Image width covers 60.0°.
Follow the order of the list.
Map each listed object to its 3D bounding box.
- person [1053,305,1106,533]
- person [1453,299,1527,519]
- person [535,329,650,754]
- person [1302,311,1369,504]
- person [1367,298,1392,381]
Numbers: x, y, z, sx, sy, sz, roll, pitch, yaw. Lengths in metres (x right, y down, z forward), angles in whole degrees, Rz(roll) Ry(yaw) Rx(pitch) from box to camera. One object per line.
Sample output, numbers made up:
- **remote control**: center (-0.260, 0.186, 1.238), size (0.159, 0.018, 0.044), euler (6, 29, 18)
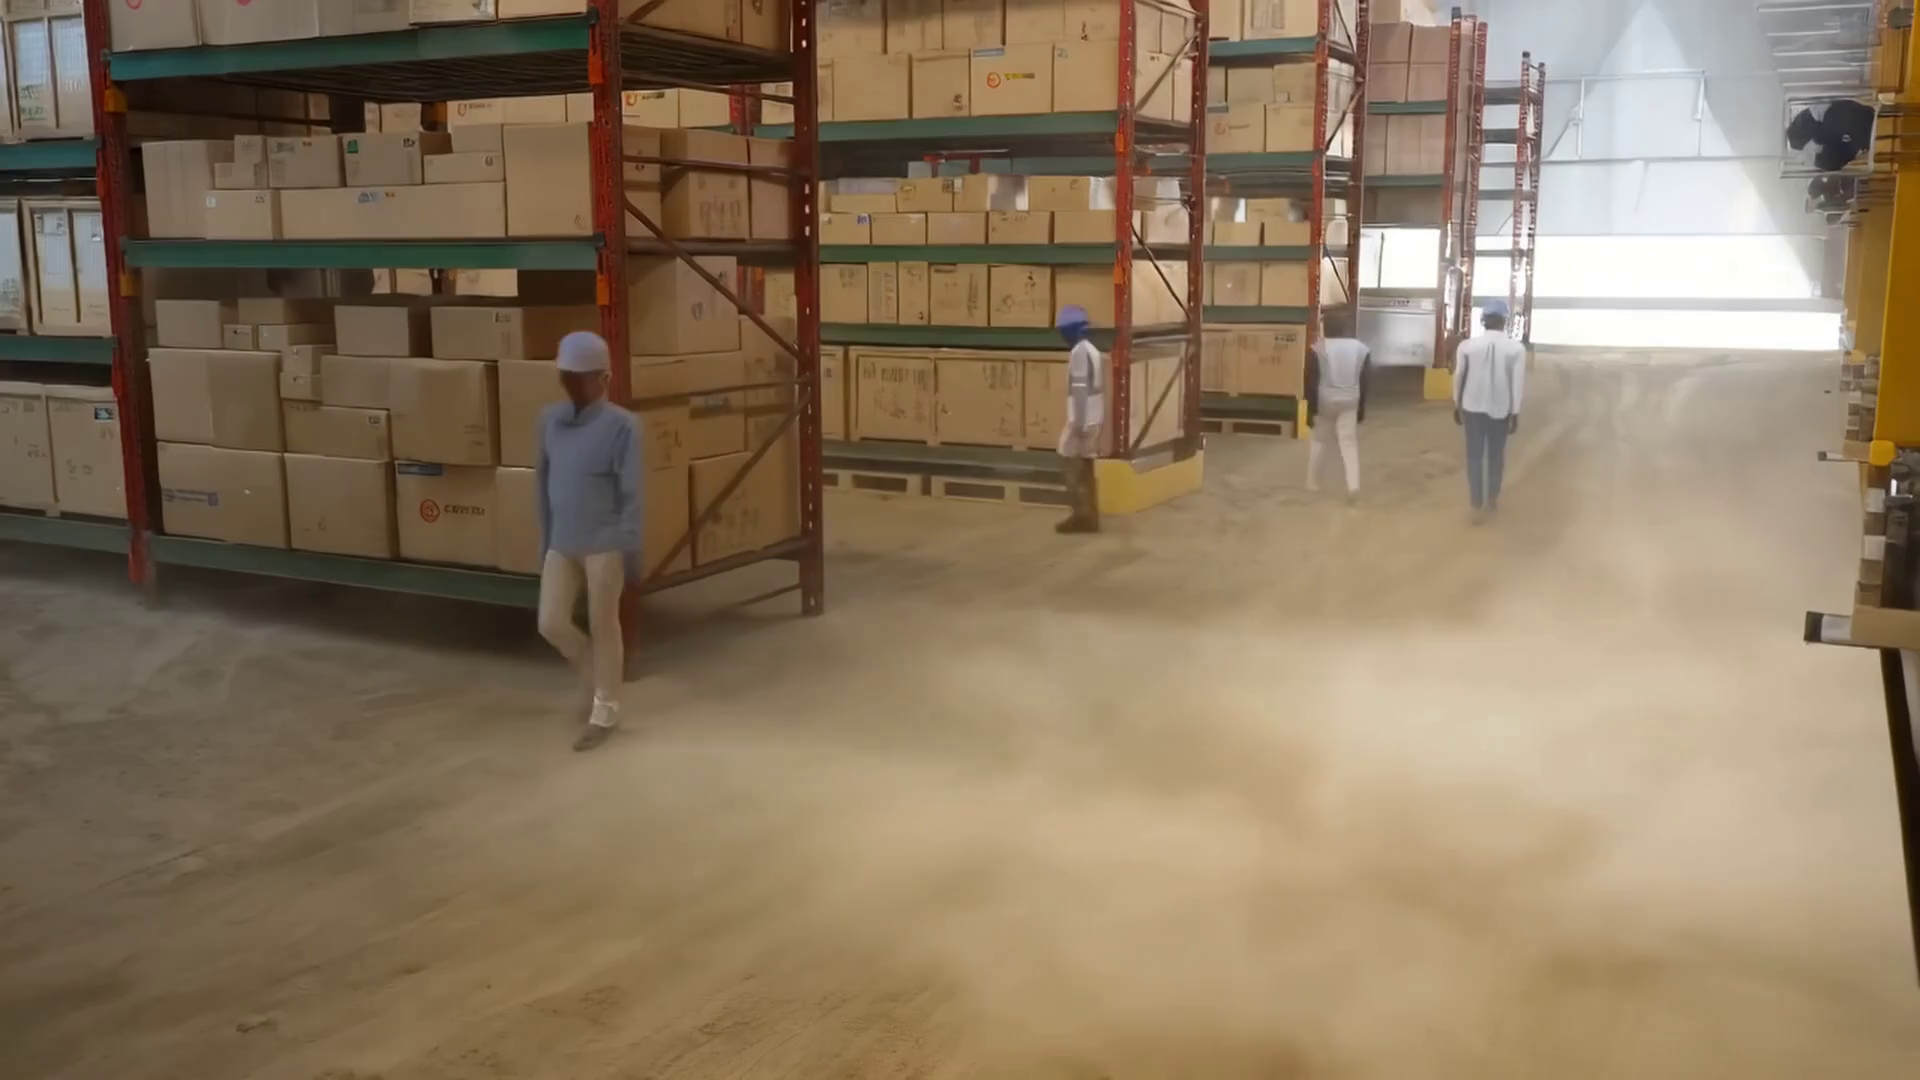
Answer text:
- **person**: center (1.000, -1.005, 13.923), size (0.496, 1.900, 0.583), euler (4, 10, 20)
- **person**: center (4.701, -1.173, 14.821), size (0.607, 1.932, 1.080), euler (3, 10, 15)
- **person**: center (-1.730, 0.002, 7.814), size (0.625, 1.982, 0.467), euler (4, 11, 22)
- **person**: center (3.521, -1.238, 15.566), size (0.653, 1.803, 0.945), euler (-2, 10, -10)
- **person**: center (7.516, -3.847, 30.340), size (0.887, 1.901, 0.628), euler (6, 11, 30)
